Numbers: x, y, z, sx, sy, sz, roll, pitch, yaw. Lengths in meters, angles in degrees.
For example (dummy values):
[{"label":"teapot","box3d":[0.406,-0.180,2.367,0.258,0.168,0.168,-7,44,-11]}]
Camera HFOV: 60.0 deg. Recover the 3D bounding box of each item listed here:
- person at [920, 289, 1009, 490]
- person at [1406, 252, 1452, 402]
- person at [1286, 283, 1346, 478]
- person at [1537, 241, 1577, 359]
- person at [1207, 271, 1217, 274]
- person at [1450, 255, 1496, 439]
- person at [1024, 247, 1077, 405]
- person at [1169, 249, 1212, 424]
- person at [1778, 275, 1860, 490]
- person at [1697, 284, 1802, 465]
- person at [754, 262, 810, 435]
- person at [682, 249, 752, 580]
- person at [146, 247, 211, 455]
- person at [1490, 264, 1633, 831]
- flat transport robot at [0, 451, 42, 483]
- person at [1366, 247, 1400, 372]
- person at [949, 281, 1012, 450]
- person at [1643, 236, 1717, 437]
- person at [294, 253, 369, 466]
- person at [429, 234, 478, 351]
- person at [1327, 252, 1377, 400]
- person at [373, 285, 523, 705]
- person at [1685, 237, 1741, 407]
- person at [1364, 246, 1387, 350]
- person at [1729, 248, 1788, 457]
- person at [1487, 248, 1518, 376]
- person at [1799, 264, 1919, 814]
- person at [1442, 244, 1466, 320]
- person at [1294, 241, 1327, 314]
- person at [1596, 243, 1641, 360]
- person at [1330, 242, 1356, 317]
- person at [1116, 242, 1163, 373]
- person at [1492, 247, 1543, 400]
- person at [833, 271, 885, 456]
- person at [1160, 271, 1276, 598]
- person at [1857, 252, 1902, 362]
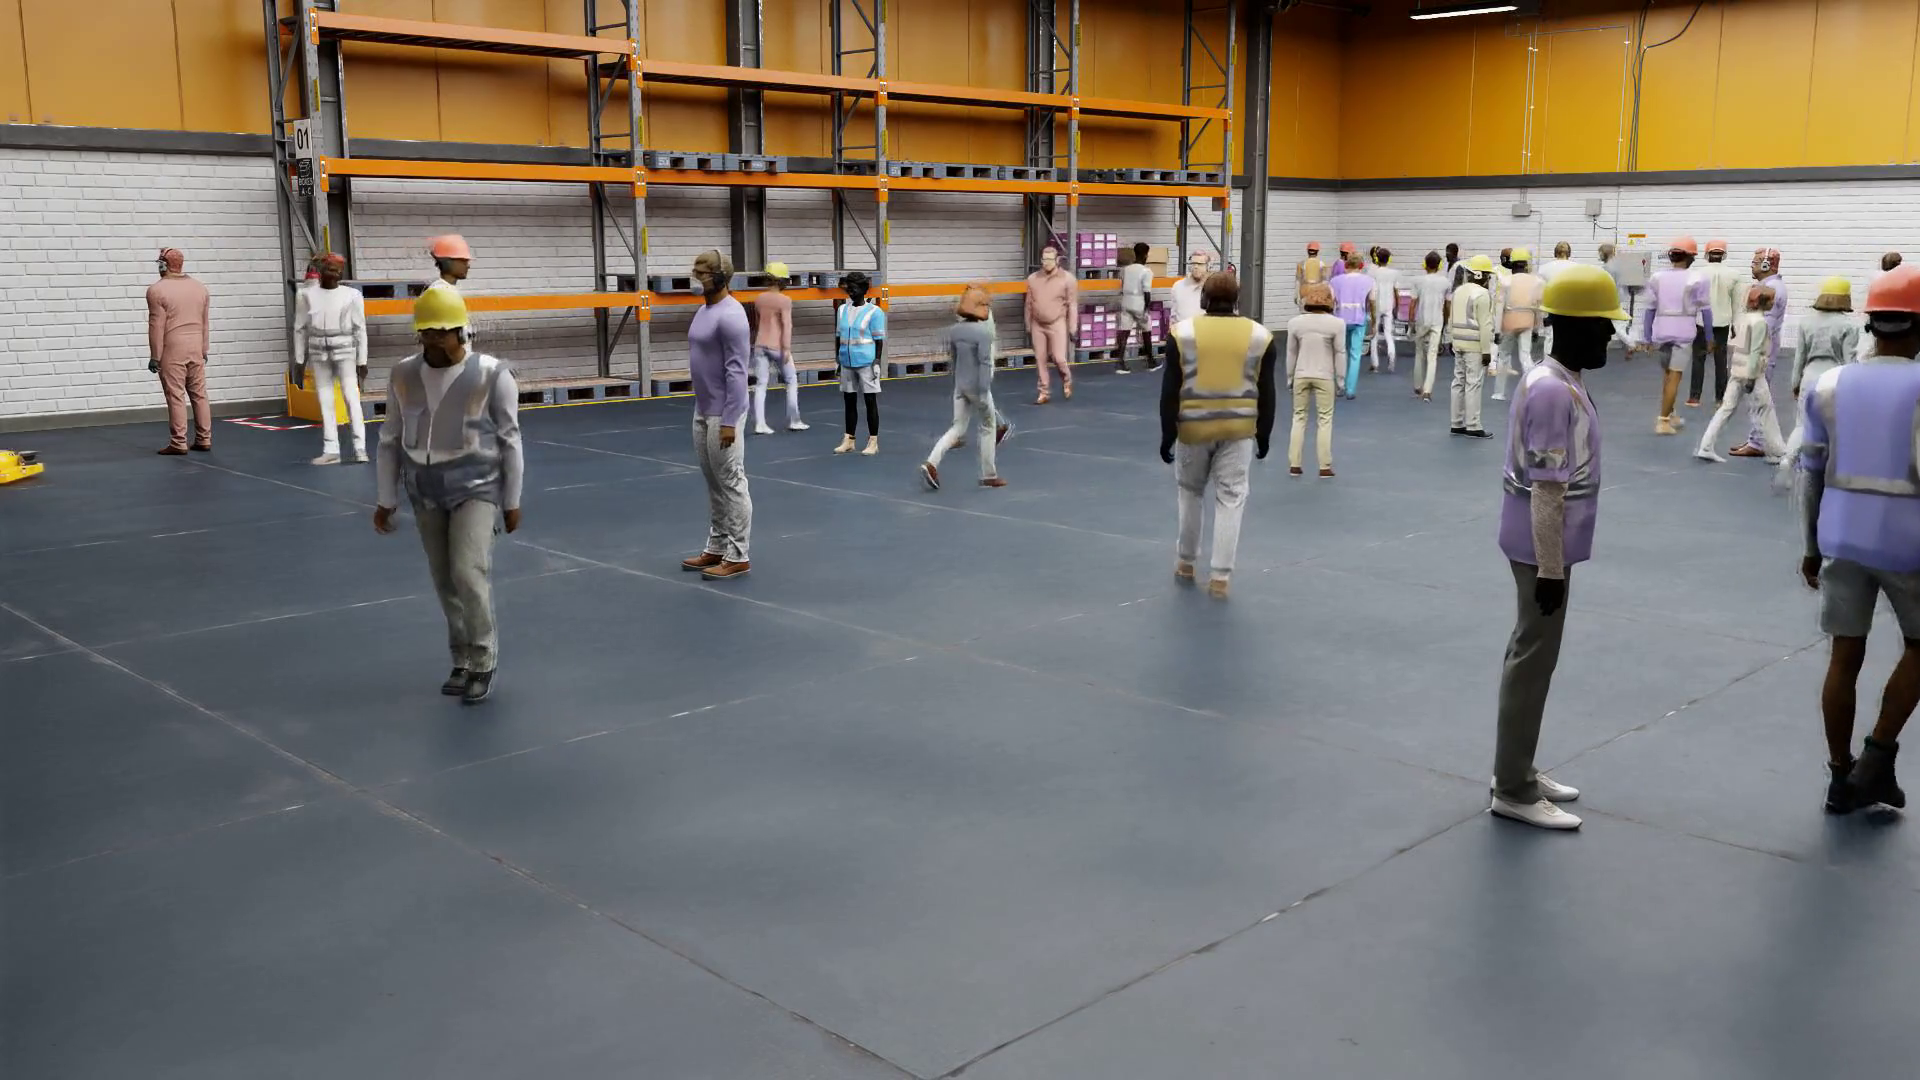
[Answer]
[{"label":"person","box3d":[0.037,-1.189,13.230,0.739,1.610,0.504,-8,13,-37]},{"label":"person","box3d":[5.771,-2.621,20.477,0.504,1.818,1.029,3,11,15]},{"label":"person","box3d":[2.978,-1.334,13.961,0.509,1.628,0.283,6,12,28]},{"label":"person","box3d":[8.380,-3.198,23.268,0.629,1.937,0.377,4,11,18]},{"label":"person","box3d":[3.063,-2.501,20.403,0.527,1.584,0.885,3,11,14]},{"label":"person","box3d":[5.131,-1.924,16.624,0.404,1.826,0.587,-3,11,-15]},{"label":"person","box3d":[1.094,-2.572,19.996,0.653,1.890,0.513,4,11,23]},{"label":"person","box3d":[2.286,-1.882,16.248,0.675,1.878,0.772,6,12,30]},{"label":"person","box3d":[6.745,-1.215,13.040,0.731,1.716,0.496,-8,13,-38]},{"label":"person","box3d":[7.002,-1.457,14.702,0.861,1.588,0.526,1,10,7]},{"label":"person","box3d":[-1.855,-1.953,17.015,0.540,1.737,0.730,7,12,33]},{"label":"person","box3d":[-1.435,-0.737,9.843,0.372,1.940,0.631,-5,12,-28]},{"label":"person","box3d":[-7.243,-1.742,15.398,0.411,1.913,0.643,4,11,23]},{"label":"person","box3d":[2.062,0.019,5.749,0.384,1.924,0.594,4,11,20]},{"label":"flat transport robot","box3d":[-8.416,-0.596,13.622,1.431,0.197,0.652,-1,10,-5]},{"label":"person","box3d":[6.245,-3.386,24.543,0.526,1.854,0.744,0,10,-1]},{"label":"person","box3d":[0.178,-1.660,15.787,0.768,1.596,0.538,-6,12,-28]},{"label":"person","box3d":[7.344,-2.069,16.924,0.926,2.008,0.631,-8,13,-38]},{"label":"person","box3d":[-5.540,-1.588,14.692,0.628,1.865,0.378,0,10,-1]},{"label":"person","box3d":[-3.848,-1.282,12.561,0.483,2.031,0.639,-2,11,-9]},{"label":"person","box3d":[4.900,-2.678,20.798,0.596,1.798,0.952,3,11,17]},{"label":"person","box3d":[-2.228,-0.187,7.196,0.585,1.805,0.570,2,11,13]},{"label":"person","box3d":[8.887,-2.570,19.685,0.623,1.992,0.396,2,11,10]},{"label":"person","box3d":[7.171,-4.281,29.474,0.771,1.844,0.511,5,11,23]},{"label":"person","box3d":[7.333,-1.720,15.289,0.408,1.908,0.641,6,12,28]},{"label":"person","box3d":[7.874,-3.285,24.002,0.626,1.844,0.429,-6,12,-29]},{"label":"person","box3d":[3.208,0.017,5.783,0.407,1.919,0.573,-9,13,-39]},{"label":"person","box3d":[8.606,-4.265,29.273,1.014,1.860,0.614,-1,10,-5]},{"label":"person","box3d":[6.335,-4.444,30.102,0.569,1.919,0.552,2,11,8]},{"label":"person","box3d":[10.431,-3.764,26.449,0.726,1.910,0.648,4,11,23]},{"label":"person","box3d":[6.678,-4.269,29.223,0.542,1.898,0.574,0,10,0]},{"label":"person","box3d":[2.620,-3.415,24.521,0.625,1.914,0.990,9,14,40]},{"label":"person","box3d":[6.761,-2.589,20.108,0.601,1.890,0.959,0,10,-1]},{"label":"person","box3d":[-0.934,-1.619,15.322,0.532,1.693,0.319,6,12,31]},{"label":"person","box3d":[1.465,-0.620,9.545,0.660,1.809,0.847,1,10,3]},{"label":"person","box3d":[12.612,-3.025,22.724,0.626,1.802,0.949,-9,13,-39]}]
